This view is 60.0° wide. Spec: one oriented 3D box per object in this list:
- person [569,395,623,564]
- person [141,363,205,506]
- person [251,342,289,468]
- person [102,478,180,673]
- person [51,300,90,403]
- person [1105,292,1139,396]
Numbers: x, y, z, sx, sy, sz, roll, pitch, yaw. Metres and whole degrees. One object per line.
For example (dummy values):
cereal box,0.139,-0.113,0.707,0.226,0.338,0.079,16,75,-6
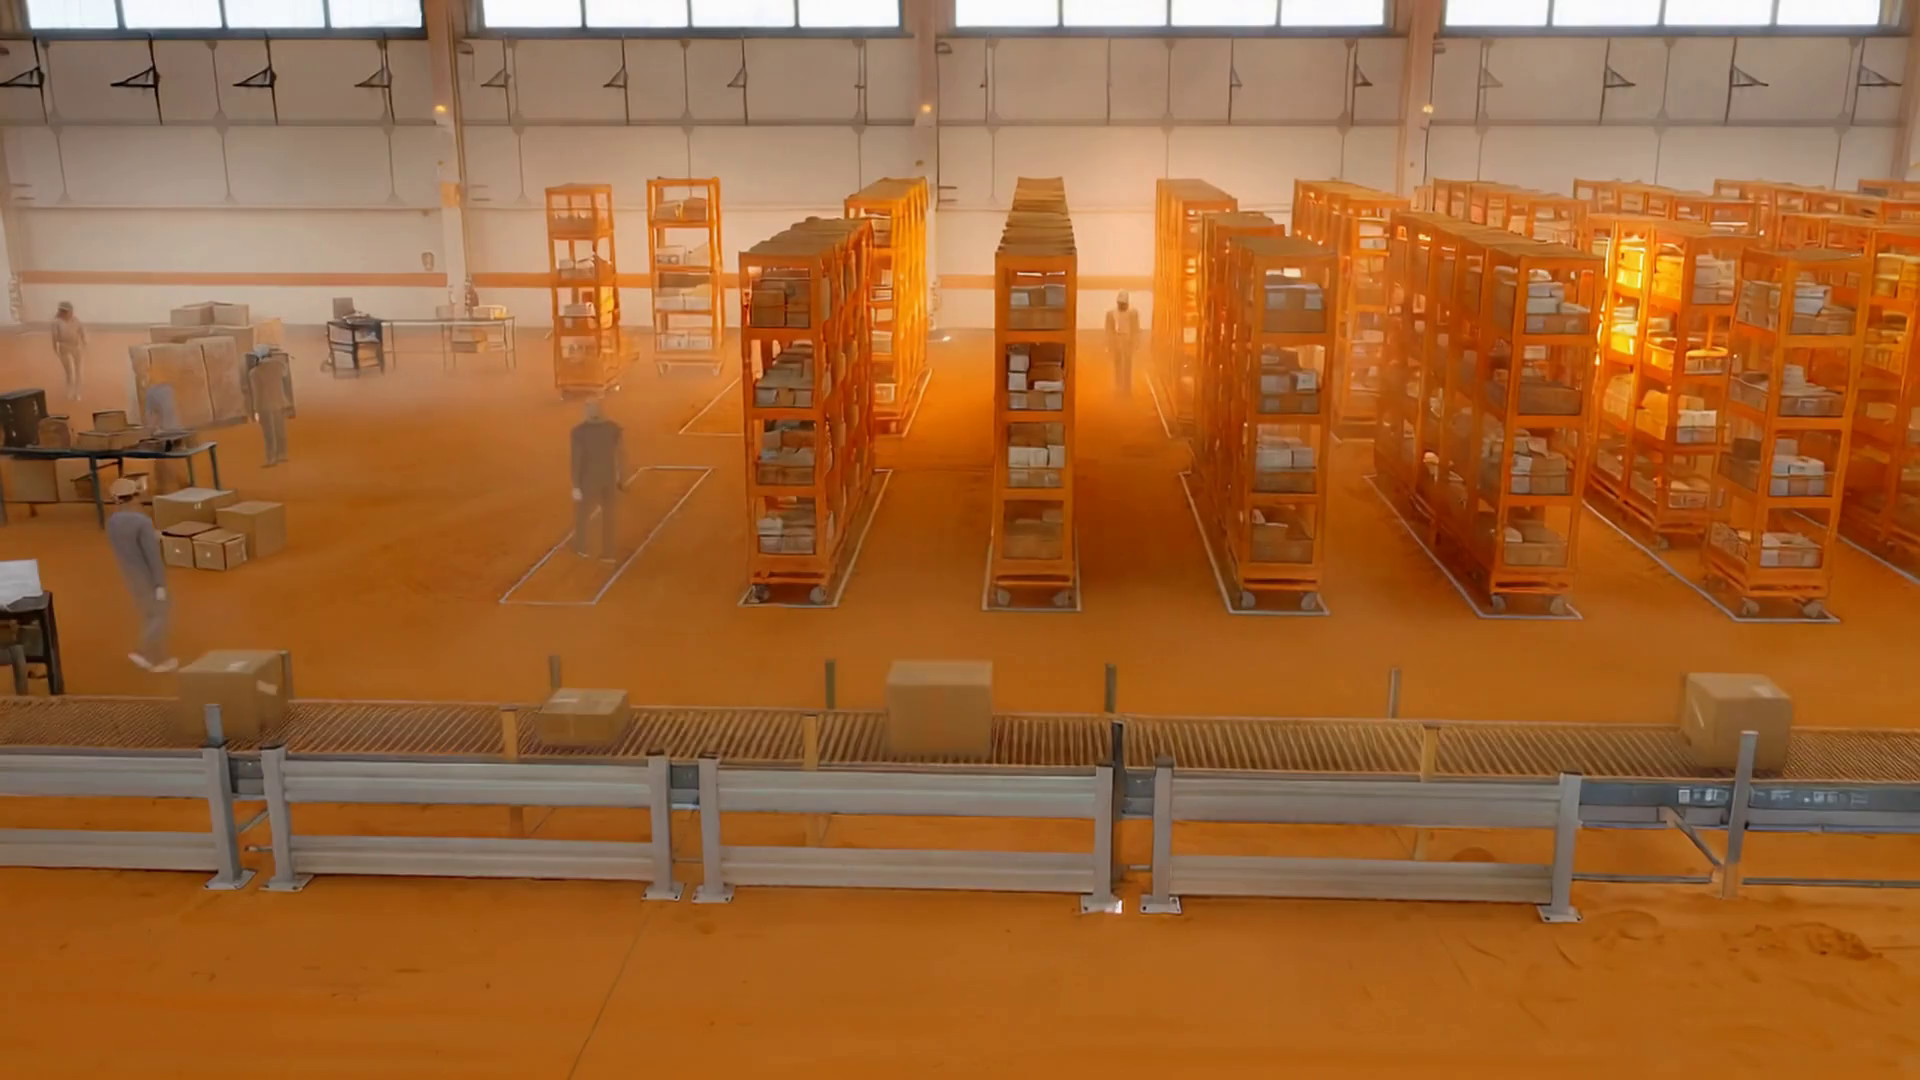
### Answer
person,-4.088,-0.688,18.518,0.685,1.879,0.773,-12,19,-39
person,-10.051,-1.335,21.038,0.641,1.829,0.575,-1,15,-4
person,-9.653,-1.885,23.211,0.330,1.751,0.564,5,16,19
person,-7.335,0.346,14.869,0.625,1.793,0.480,9,18,31
person,-14.913,-3.165,27.993,0.636,1.722,0.512,11,19,36
person,2.799,-3.402,28.796,0.595,1.779,0.959,1,15,5
